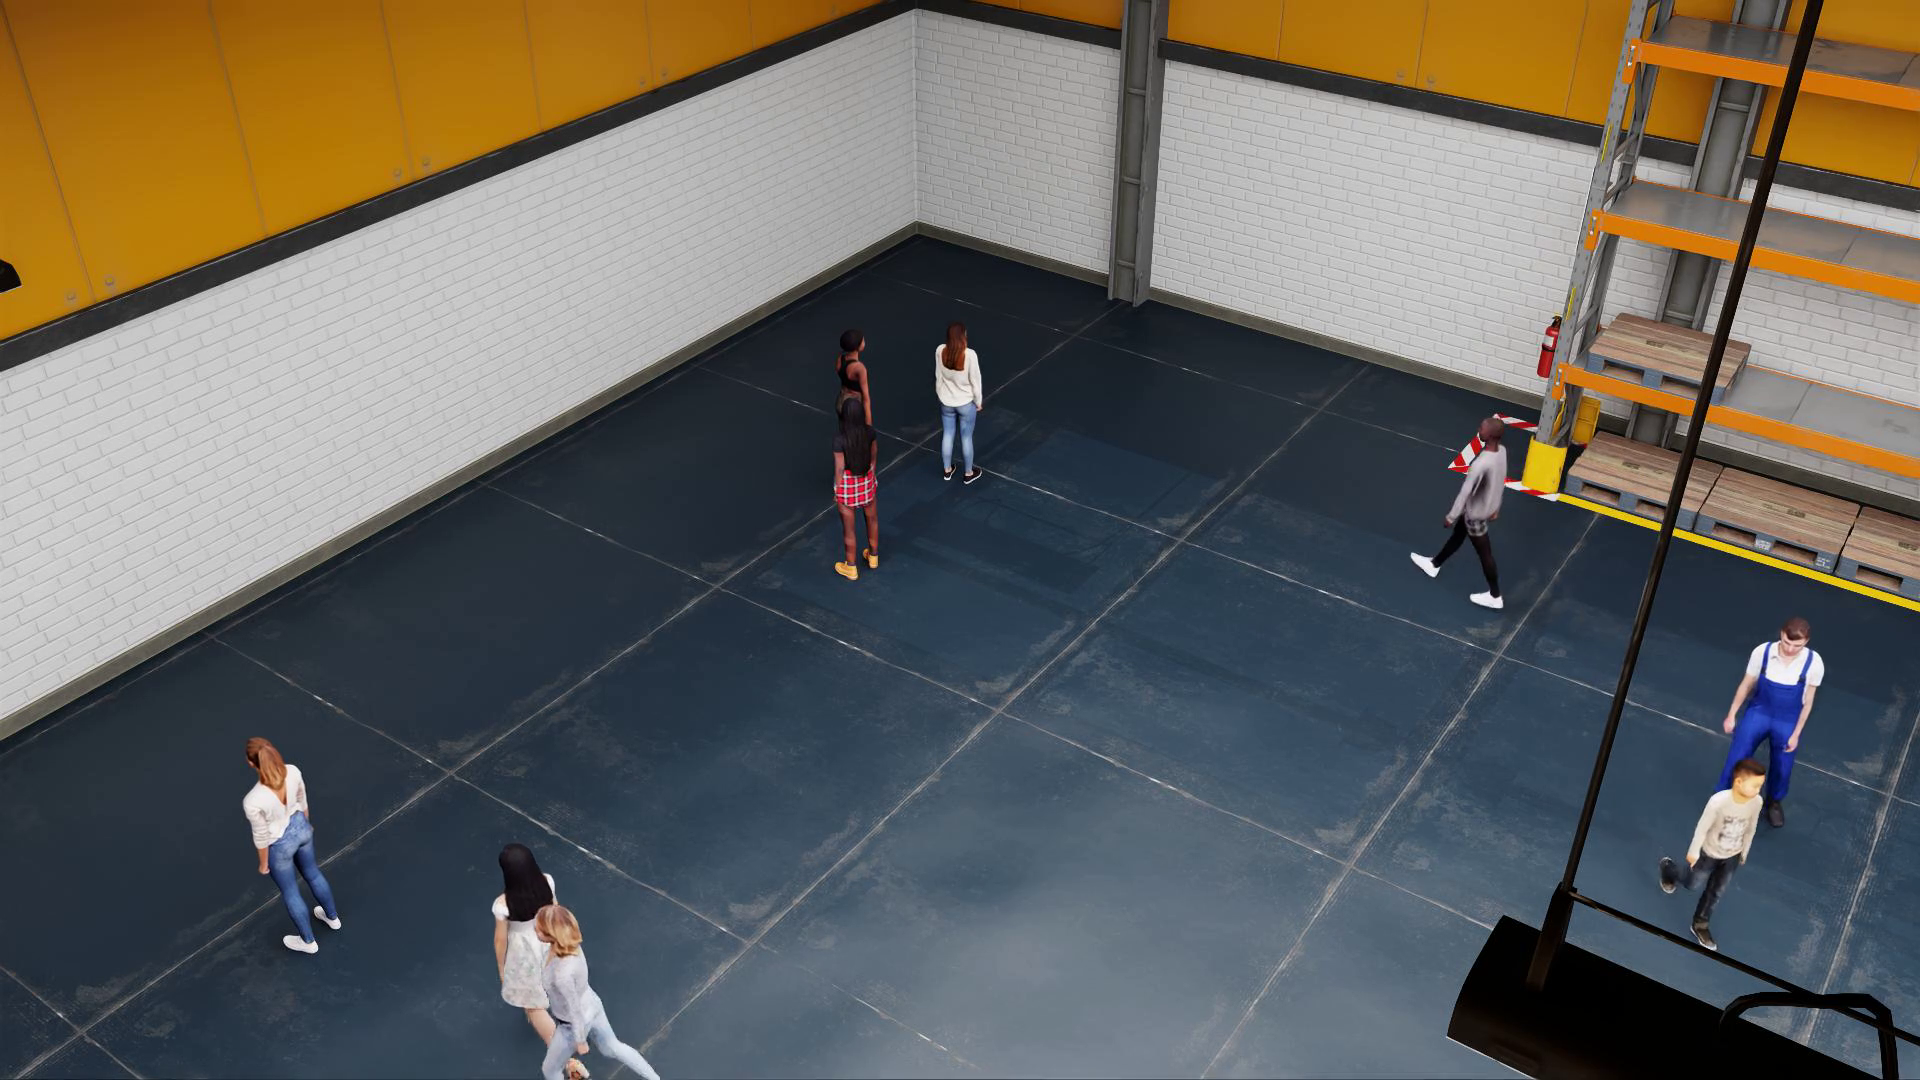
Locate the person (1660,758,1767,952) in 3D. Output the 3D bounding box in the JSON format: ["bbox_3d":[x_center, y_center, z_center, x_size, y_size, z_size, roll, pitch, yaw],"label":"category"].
[{"bbox_3d":[4.966,1.997,10.971,0.888,1.441,0.929,-3,34,-5],"label":"person"}]

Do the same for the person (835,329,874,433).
[{"bbox_3d":[-1.005,-1.193,15.541,0.689,1.695,0.562,-23,40,-30],"label":"person"}]

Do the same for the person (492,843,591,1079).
[{"bbox_3d":[-2.502,2.528,9.896,0.777,1.747,1.113,-27,42,-35],"label":"person"}]

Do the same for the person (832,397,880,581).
[{"bbox_3d":[-0.901,-0.463,14.413,0.673,1.728,0.682,-24,40,-31],"label":"person"}]

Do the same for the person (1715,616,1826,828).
[{"bbox_3d":[5.717,1.262,11.724,0.679,1.834,0.832,17,37,24],"label":"person"}]

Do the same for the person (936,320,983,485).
[{"bbox_3d":[-0.012,-1.314,15.729,0.547,1.689,0.716,14,36,20],"label":"person"}]

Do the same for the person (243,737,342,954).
[{"bbox_3d":[-4.358,1.961,10.775,0.578,1.719,0.649,14,36,20],"label":"person"}]

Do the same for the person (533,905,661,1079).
[{"bbox_3d":[-2.107,2.748,9.565,1.228,1.747,1.141,-4,34,-6],"label":"person"}]

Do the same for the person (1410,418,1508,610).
[{"bbox_3d":[4.455,-0.191,14.003,1.134,1.729,0.654,23,40,31],"label":"person"}]
